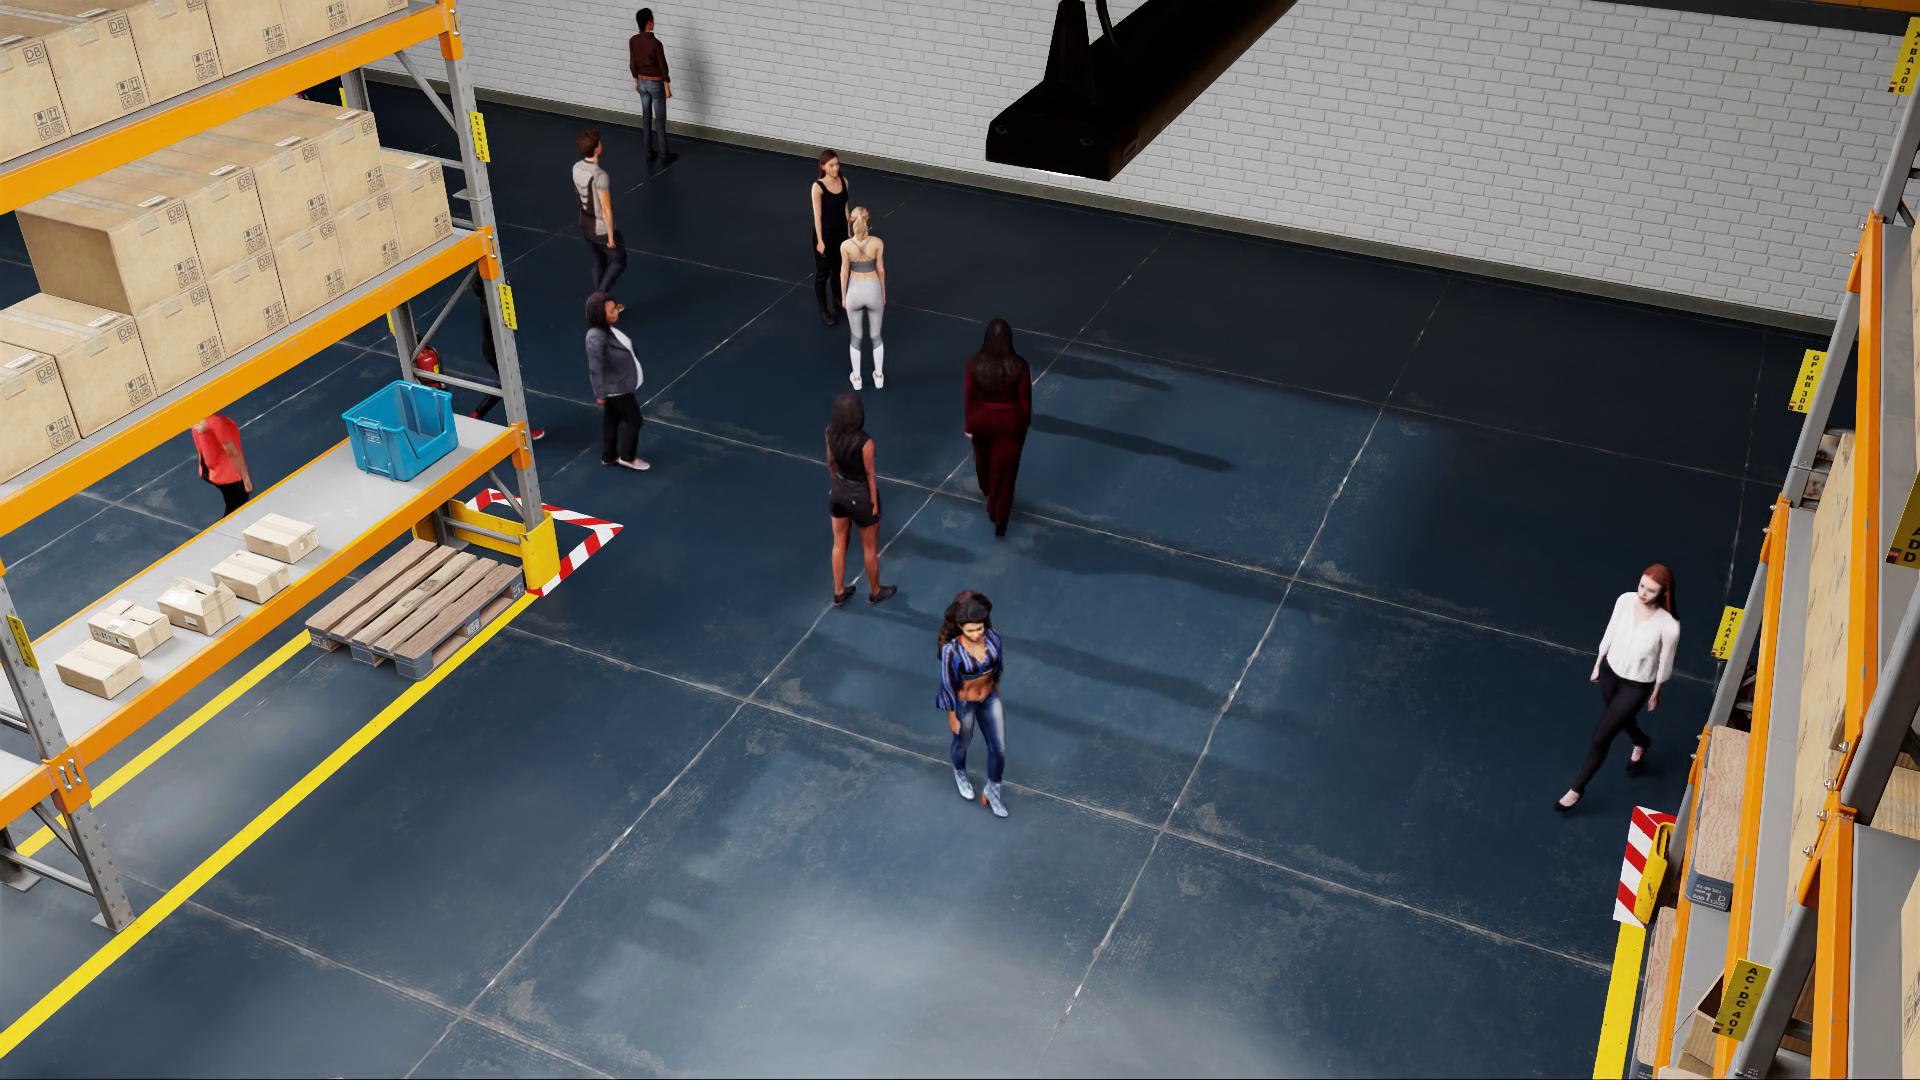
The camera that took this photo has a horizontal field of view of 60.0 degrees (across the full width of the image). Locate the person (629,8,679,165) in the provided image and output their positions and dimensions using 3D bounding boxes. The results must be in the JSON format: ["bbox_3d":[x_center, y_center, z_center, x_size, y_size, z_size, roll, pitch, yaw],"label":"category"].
[{"bbox_3d":[-3.600,-5.286,19.377,0.643,1.777,0.504,14,36,20],"label":"person"}]

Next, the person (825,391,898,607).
[{"bbox_3d":[-0.783,-0.271,11.866,0.653,1.740,0.729,23,40,30],"label":"person"}]

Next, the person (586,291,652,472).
[{"bbox_3d":[-2.895,-1.272,13.512,0.862,1.584,0.785,-7,34,-11],"label":"person"}]

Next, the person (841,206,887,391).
[{"bbox_3d":[-0.840,-2.137,14.707,0.632,1.702,0.655,-2,34,-3],"label":"person"}]

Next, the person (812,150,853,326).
[{"bbox_3d":[-1.229,-2.909,15.884,0.616,1.686,0.727,-27,42,-34],"label":"person"}]

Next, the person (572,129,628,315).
[{"bbox_3d":[-3.478,-2.929,15.734,0.728,1.884,0.818,23,40,31],"label":"person"}]

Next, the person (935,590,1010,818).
[{"bbox_3d":[0.034,0.950,10.147,0.807,1.609,0.868,-17,37,-24],"label":"person"}]

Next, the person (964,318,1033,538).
[{"bbox_3d":[0.280,-0.821,12.712,0.902,1.719,1.183,4,34,6],"label":"person"}]

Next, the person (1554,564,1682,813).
[{"bbox_3d":[4.121,0.869,10.166,1.195,1.723,1.019,-18,38,-25],"label":"person"}]

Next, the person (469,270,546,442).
[{"bbox_3d":[-3.876,-1.498,13.785,0.996,1.660,0.903,-15,37,-22],"label":"person"}]
